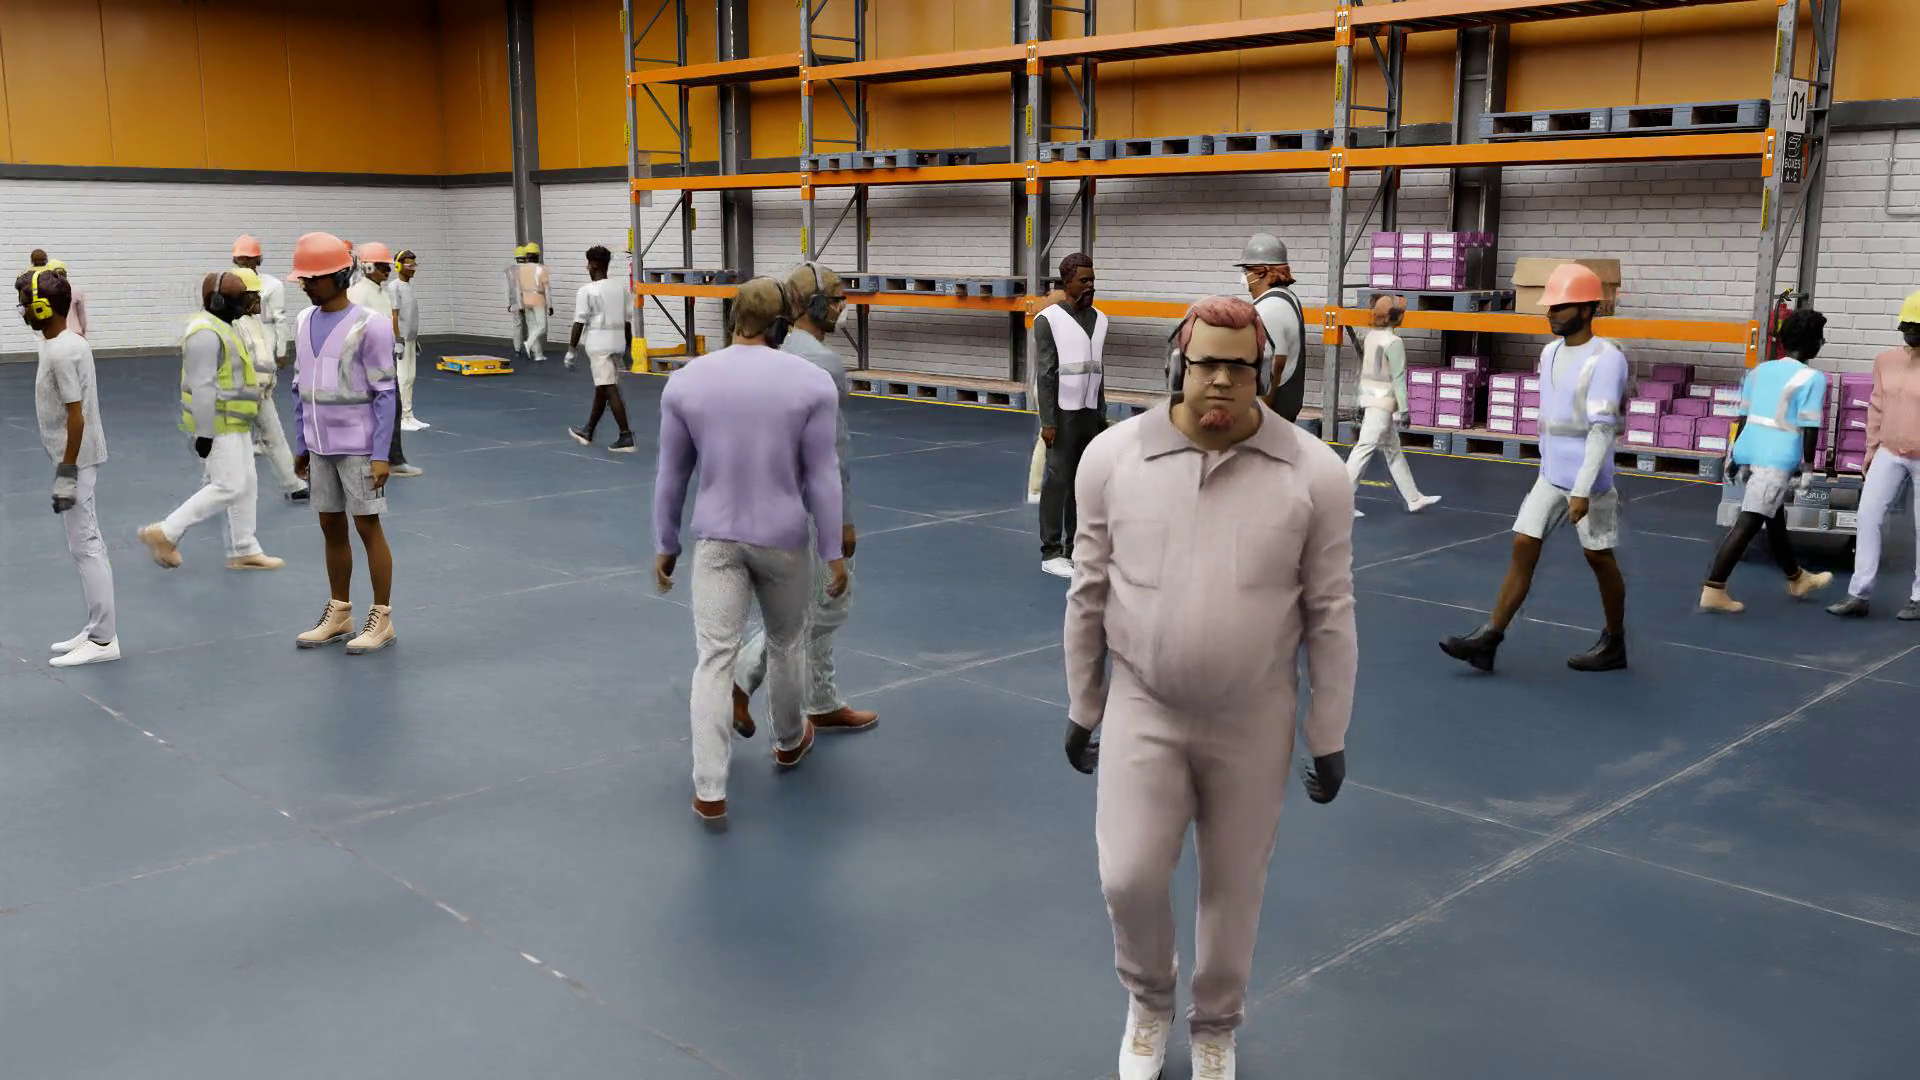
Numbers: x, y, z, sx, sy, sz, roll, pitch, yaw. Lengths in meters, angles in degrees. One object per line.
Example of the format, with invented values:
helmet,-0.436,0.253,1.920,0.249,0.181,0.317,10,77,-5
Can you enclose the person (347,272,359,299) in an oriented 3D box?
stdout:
person,-8.547,-3.118,23.123,0.969,1.843,0.589,10,14,42

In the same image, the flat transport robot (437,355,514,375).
flat transport robot,-7.131,-2.577,24.425,0.652,0.197,1.431,-7,13,-35

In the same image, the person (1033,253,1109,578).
person,0.672,-0.751,9.974,0.392,1.919,0.592,9,14,41

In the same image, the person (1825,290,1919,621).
person,4.877,-0.420,8.627,0.716,1.739,0.545,-5,12,-28

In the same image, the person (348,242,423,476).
person,-4.970,-1.493,13.881,0.759,1.969,0.627,1,10,7

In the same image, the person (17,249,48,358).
person,-13.236,-3.292,24.066,0.652,1.829,0.446,-3,11,-17

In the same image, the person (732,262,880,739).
person,-0.667,-0.125,6.552,0.671,1.923,0.630,-4,11,-21

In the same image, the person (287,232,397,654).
person,-3.010,-0.457,8.060,0.605,2.033,0.392,5,12,26

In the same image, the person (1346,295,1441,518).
person,3.066,-0.947,11.905,0.875,1.589,0.540,-1,10,-6

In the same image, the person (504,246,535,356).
person,-7.319,-3.999,27.907,0.599,1.836,0.404,0,10,-2

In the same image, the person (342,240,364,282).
person,-9.947,-3.893,27.056,0.553,1.935,0.364,-3,11,-17

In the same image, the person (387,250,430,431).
person,-5.760,-2.072,17.324,0.315,1.865,0.526,1,10,3

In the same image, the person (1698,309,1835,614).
person,4.406,-0.418,8.945,0.932,1.623,0.540,-2,11,-10

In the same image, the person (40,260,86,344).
person,-10.469,-2.389,19.403,0.528,1.730,0.812,-8,13,-38

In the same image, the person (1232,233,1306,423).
person,1.733,-0.770,9.741,0.537,2.000,0.688,4,11,19

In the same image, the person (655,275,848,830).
person,-0.741,0.005,5.973,0.703,1.872,0.997,1,10,3

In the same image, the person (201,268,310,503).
person,-5.312,-1.128,12.421,0.953,1.784,0.605,0,10,3

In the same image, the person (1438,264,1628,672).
person,2.711,-0.297,7.570,0.973,1.884,0.572,-3,11,-17

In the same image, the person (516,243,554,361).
person,-6.826,-3.788,26.570,0.603,1.907,0.706,4,11,23

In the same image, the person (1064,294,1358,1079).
person,0.562,0.395,3.787,0.668,1.889,0.463,2,11,10

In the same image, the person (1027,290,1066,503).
person,0.814,-1.060,12.496,0.677,1.610,0.512,1,10,4

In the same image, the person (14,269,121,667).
person,-4.214,-0.335,7.860,0.329,1.865,0.518,-4,11,-23

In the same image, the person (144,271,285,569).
person,-4.466,-0.683,9.885,0.631,1.818,0.657,-2,11,-13

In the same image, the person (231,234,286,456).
person,-6.541,-1.805,15.413,0.633,2.029,0.689,0,10,-2

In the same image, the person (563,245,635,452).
person,-3.425,-1.798,15.669,0.984,1.911,0.634,6,12,32
